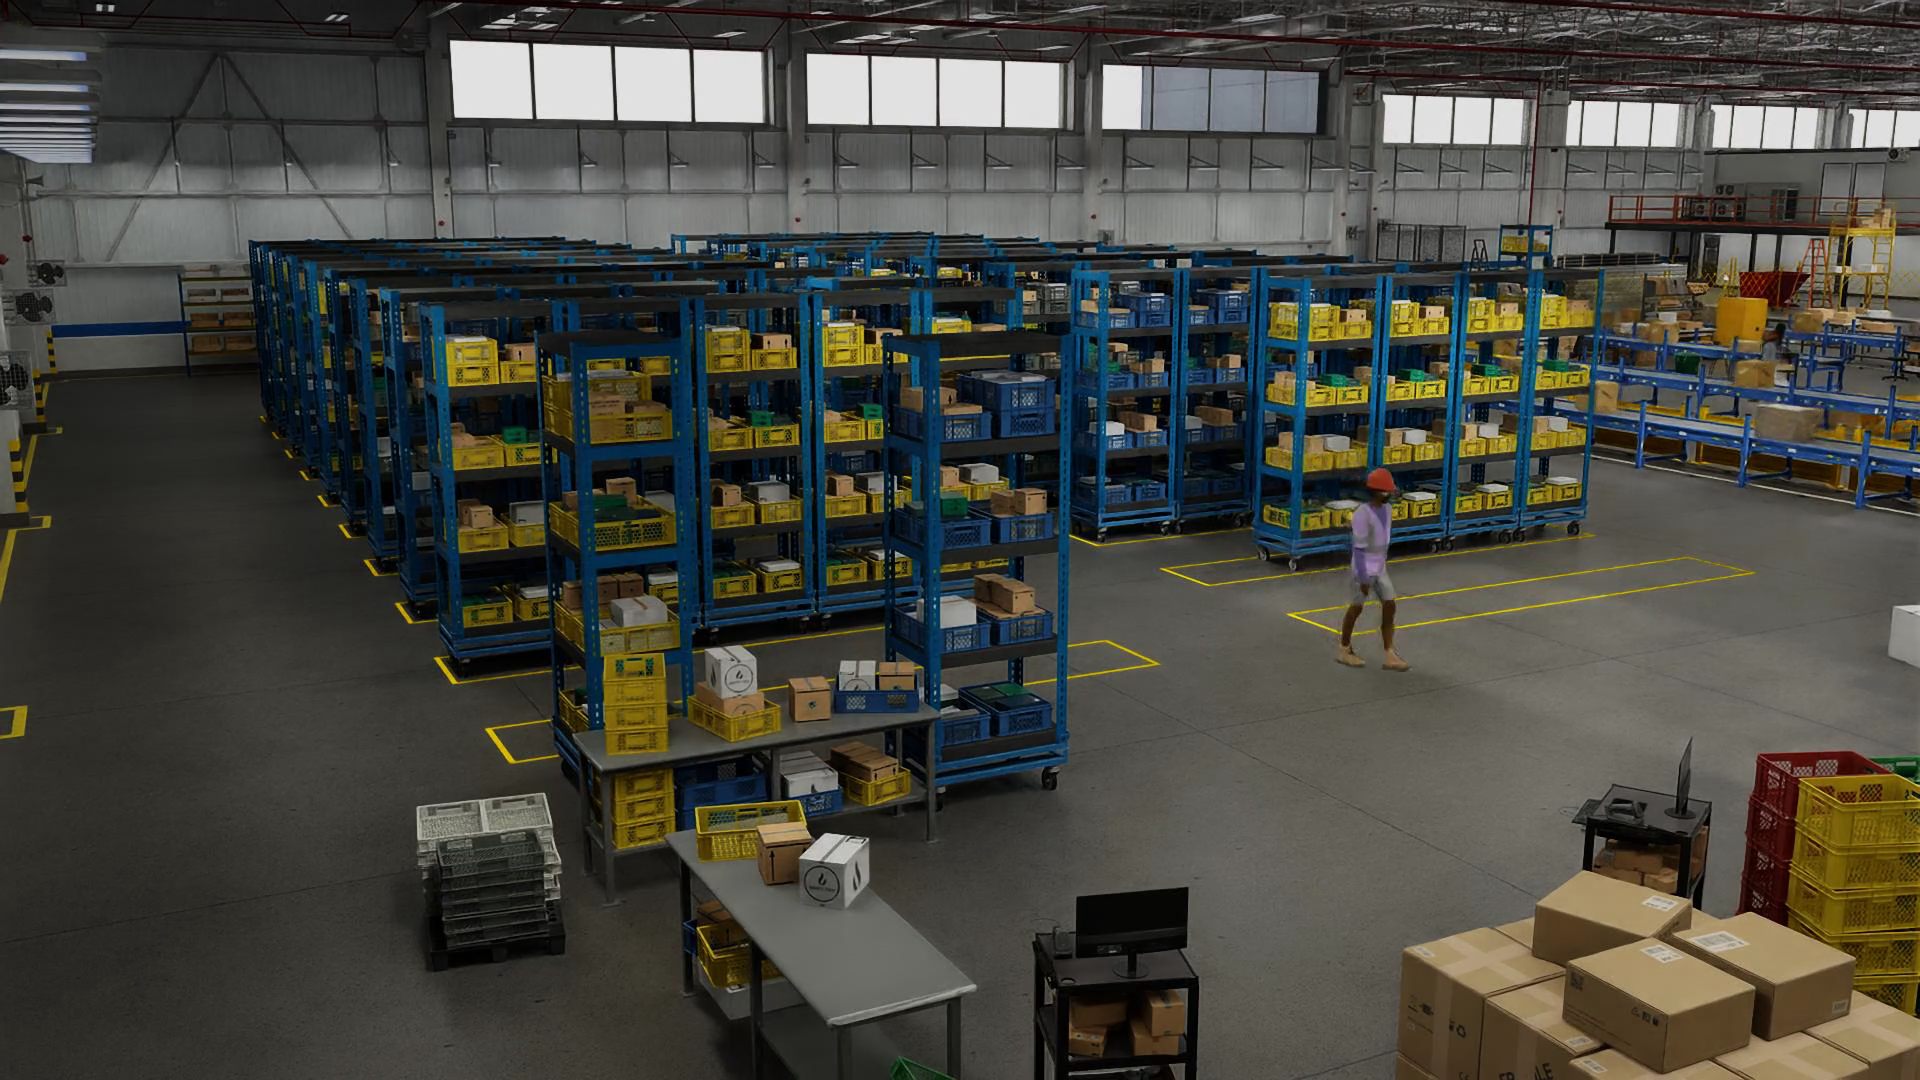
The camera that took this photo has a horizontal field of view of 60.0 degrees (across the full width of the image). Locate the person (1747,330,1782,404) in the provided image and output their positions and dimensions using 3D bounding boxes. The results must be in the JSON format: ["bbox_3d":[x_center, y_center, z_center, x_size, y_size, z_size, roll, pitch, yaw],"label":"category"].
[{"bbox_3d":[17.612,-3.752,36.100,0.818,1.588,0.558,12,17,43],"label":"person"}]

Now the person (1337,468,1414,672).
[{"bbox_3d":[4.067,0.308,16.121,0.633,2.003,0.896,-11,16,-42],"label":"person"}]
